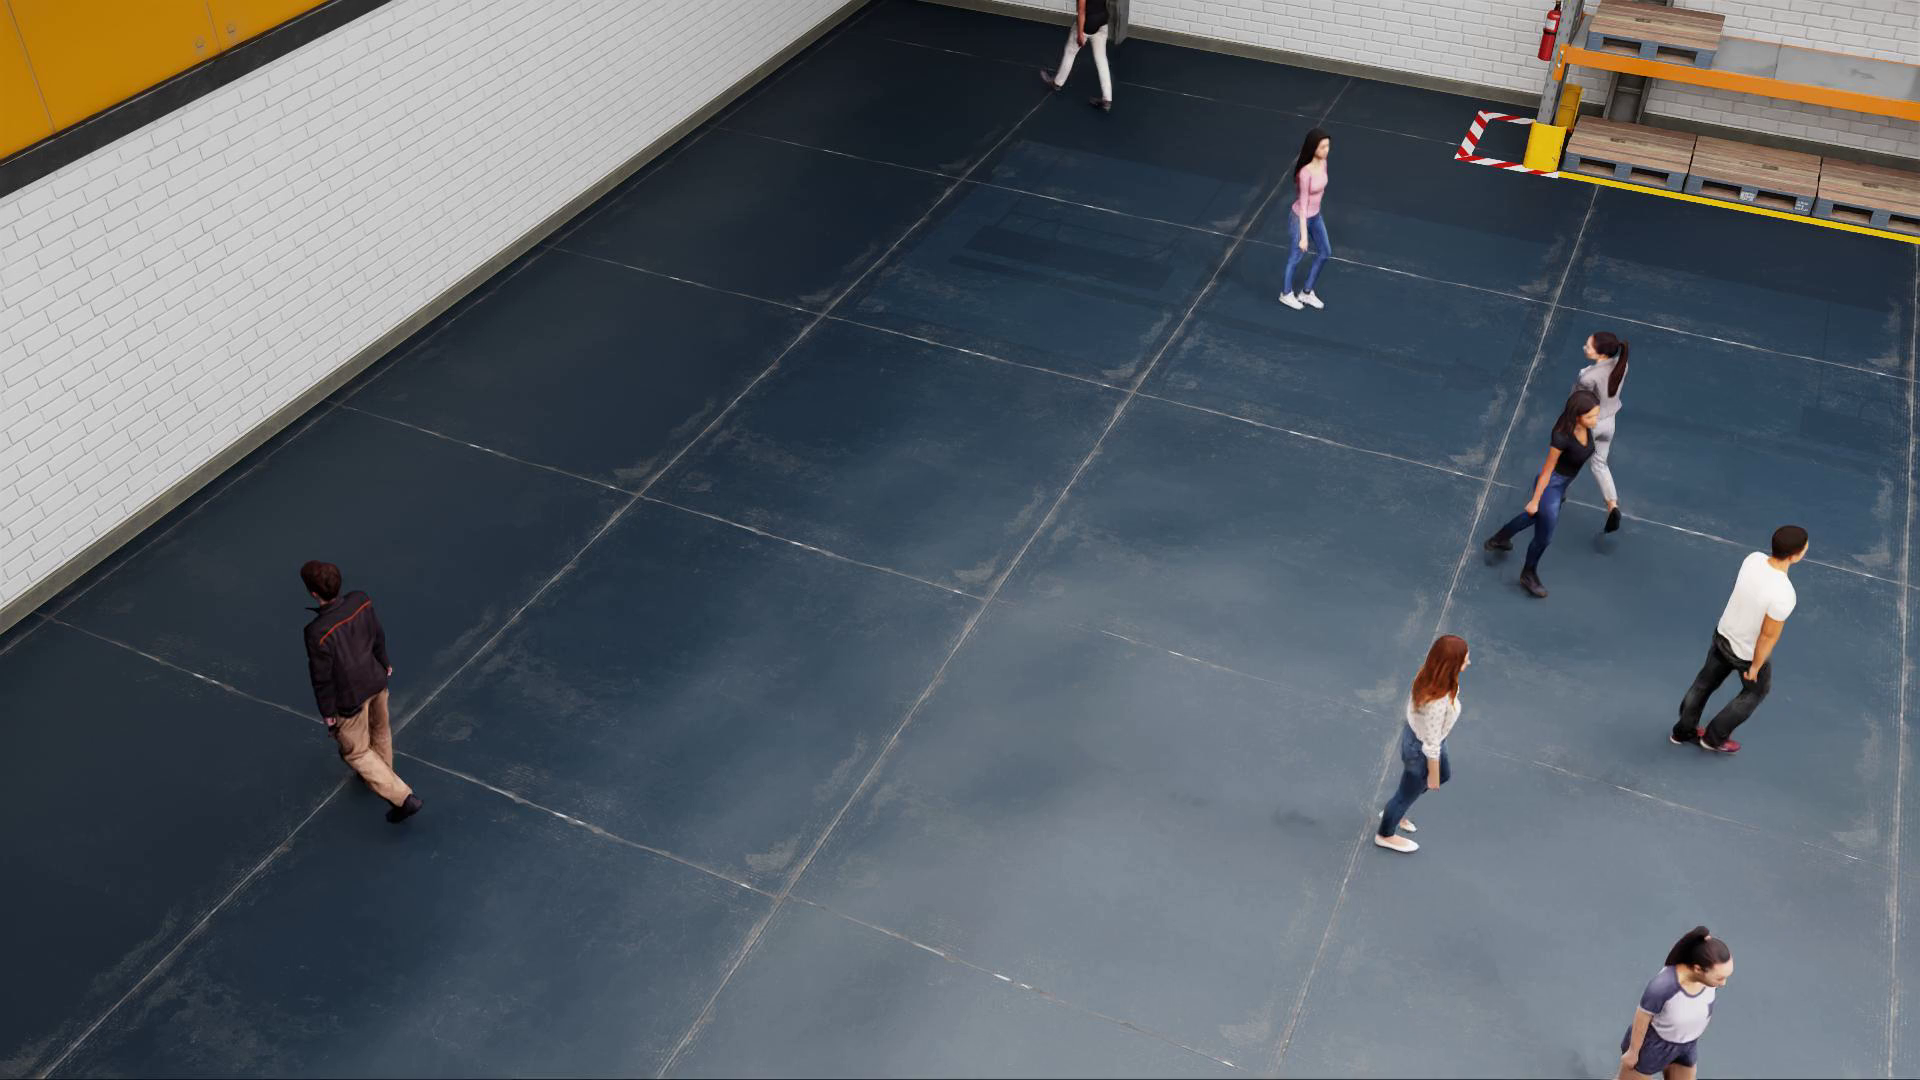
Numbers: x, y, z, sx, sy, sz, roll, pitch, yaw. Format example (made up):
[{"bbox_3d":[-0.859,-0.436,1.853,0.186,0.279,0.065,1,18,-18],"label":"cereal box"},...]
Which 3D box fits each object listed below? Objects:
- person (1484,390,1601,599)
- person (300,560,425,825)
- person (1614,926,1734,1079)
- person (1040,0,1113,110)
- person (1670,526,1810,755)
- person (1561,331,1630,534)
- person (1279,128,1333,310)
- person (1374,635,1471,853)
[{"bbox_3d":[4.102,-0.367,11.647,0.911,1.706,0.777,24,45,27],"label":"person"},{"bbox_3d":[-3.555,0.911,9.880,0.987,1.915,0.747,19,43,23],"label":"person"},{"bbox_3d":[3.417,2.410,8.224,0.706,1.639,0.774,-11,40,-13],"label":"person"},{"bbox_3d":[1.484,-5.537,18.082,0.982,1.754,1.293,-31,48,-33],"label":"person"},{"bbox_3d":[4.764,0.650,10.310,0.850,1.787,0.797,-11,40,-13],"label":"person"},{"bbox_3d":[4.682,-0.766,12.200,1.014,1.640,1.111,-14,41,-16],"label":"person"},{"bbox_3d":[2.999,-2.857,14.744,0.734,1.733,0.711,29,47,31],"label":"person"},{"bbox_3d":[2.609,1.184,9.695,0.645,1.720,0.658,9,39,11],"label":"person"}]
